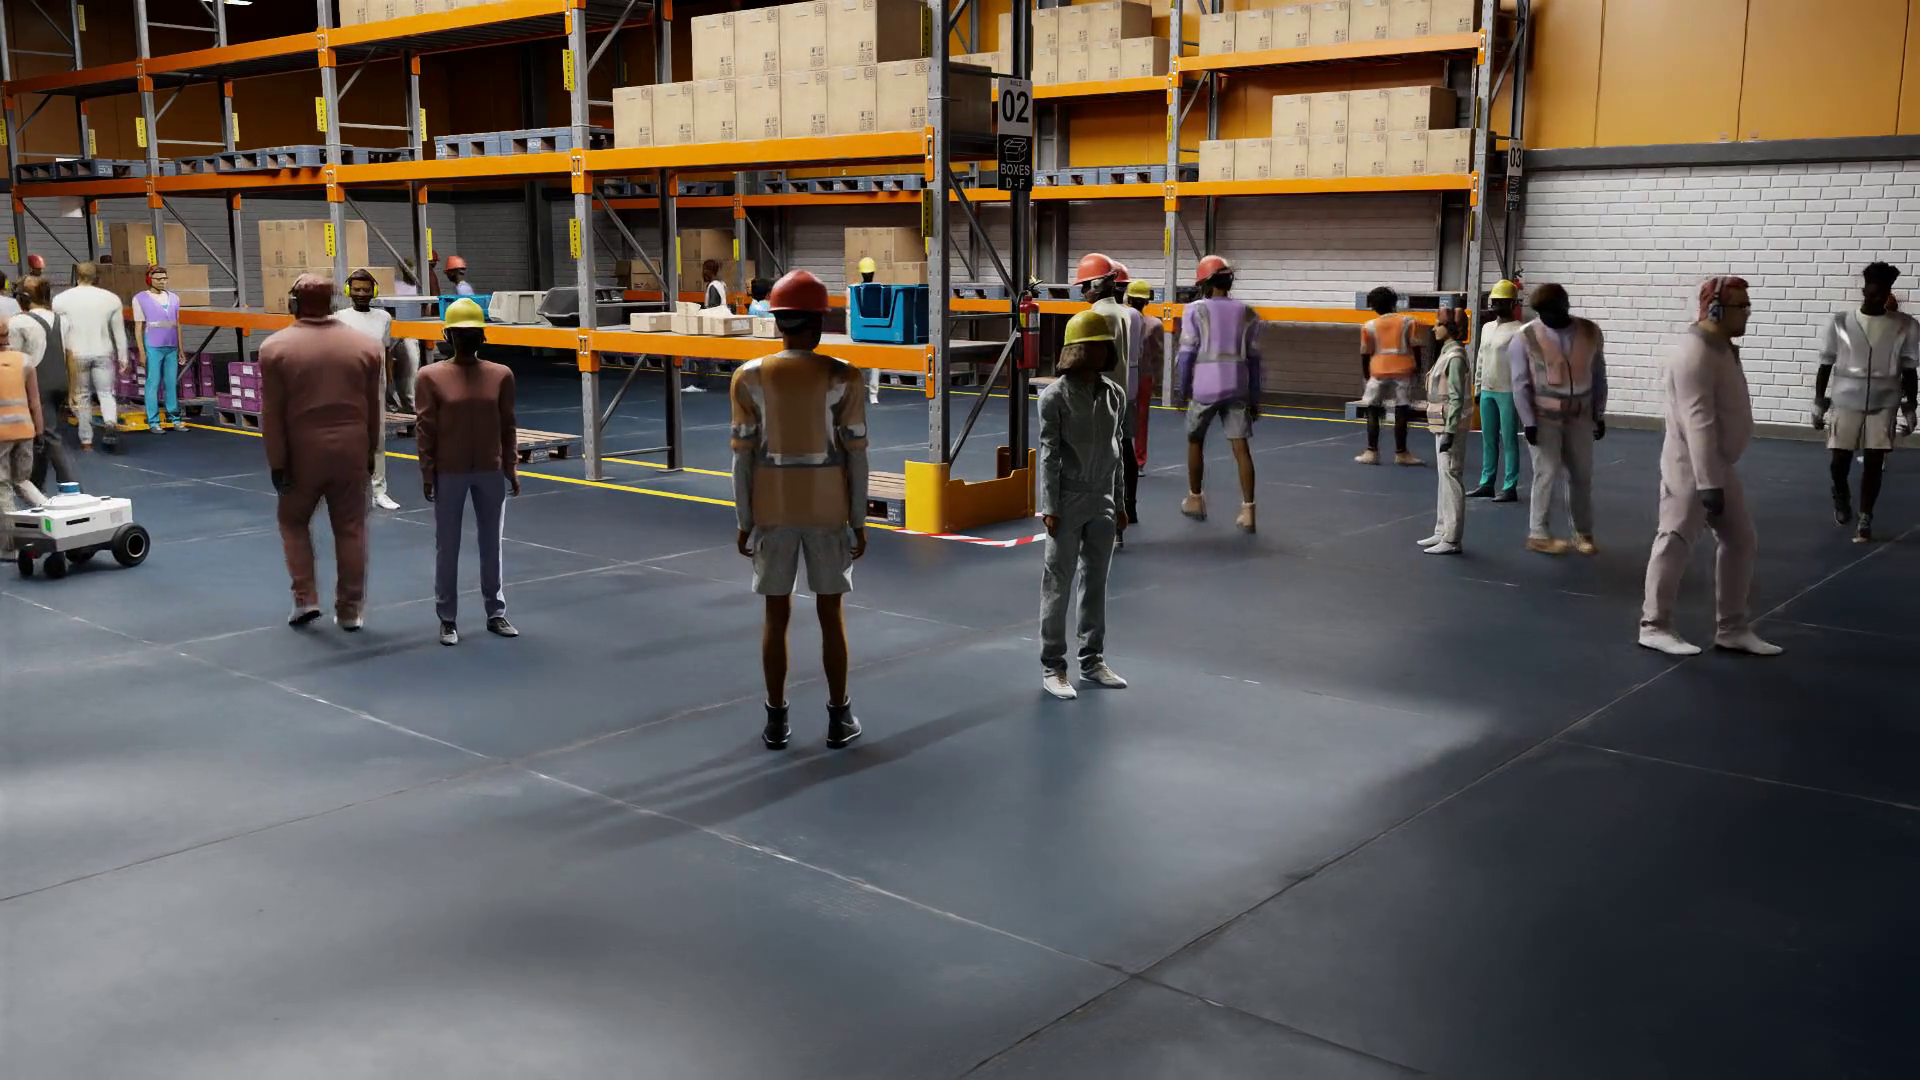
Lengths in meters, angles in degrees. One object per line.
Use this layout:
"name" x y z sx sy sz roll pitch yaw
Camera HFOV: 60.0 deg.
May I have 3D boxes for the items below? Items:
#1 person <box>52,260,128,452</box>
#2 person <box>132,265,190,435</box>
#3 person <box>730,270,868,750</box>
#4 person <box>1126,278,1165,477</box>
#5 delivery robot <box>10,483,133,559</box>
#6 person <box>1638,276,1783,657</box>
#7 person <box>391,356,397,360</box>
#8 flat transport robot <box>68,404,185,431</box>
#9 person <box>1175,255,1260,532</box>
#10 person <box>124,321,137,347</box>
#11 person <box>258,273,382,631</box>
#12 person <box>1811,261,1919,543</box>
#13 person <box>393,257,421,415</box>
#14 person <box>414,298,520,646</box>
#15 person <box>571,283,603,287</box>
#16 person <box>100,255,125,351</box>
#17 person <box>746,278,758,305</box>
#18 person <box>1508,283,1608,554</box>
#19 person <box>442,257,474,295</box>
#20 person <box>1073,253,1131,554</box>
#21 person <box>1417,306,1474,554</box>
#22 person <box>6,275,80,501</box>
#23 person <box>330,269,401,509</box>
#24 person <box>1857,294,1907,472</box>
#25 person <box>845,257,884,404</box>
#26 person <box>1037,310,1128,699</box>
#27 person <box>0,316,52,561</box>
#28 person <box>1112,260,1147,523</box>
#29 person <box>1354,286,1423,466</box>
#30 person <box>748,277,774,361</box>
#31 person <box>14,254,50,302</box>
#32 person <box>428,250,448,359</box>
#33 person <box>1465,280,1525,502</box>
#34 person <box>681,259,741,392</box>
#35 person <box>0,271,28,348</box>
"person" -8.527 -1.789 16.367 0.648 1.909 0.783 -7 12 -35
"person" -8.747 -2.072 18.164 0.378 1.836 0.561 4 11 23
"person" -0.642 -0.114 6.733 0.549 1.934 0.374 0 10 0
"person" 1.549 -1.458 14.882 0.573 1.755 0.523 2 10 10
"delivery robot" -5.548 -0.115 10.398 0.477 0.478 0.707 3 10 18
"person" 3.740 -0.330 8.113 0.789 1.875 0.666 7 12 37
"person" -10.428 -4.039 29.934 0.507 1.631 0.266 3 10 17
"flat transport robot" -9.371 -1.381 18.677 1.431 0.197 0.652 8 13 38
"person" 1.871 -1.074 12.138 0.622 1.955 1.021 -2 10 -14
"person" -14.064 -3.853 28.295 0.608 1.834 0.492 8 13 38
"person" -3.383 -0.457 8.823 0.639 1.889 0.529 -7 12 -35
"person" 6.288 -0.965 11.562 0.631 1.939 0.572 5 11 24
"person" -6.511 -2.368 19.625 0.530 1.925 0.632 5 11 28
"person" -2.521 -0.352 8.560 0.522 1.772 0.303 -7 12 -33
"person" -5.773 -3.399 25.820 0.583 1.802 0.888 -6 12 -32
"person" -14.177 -3.793 27.760 0.651 1.905 0.409 5 11 24
"person" -2.736 -2.720 22.459 0.288 1.626 0.497 0 10 0
"person" 3.951 -0.795 11.008 0.655 1.801 0.440 -1 10 -4
"person" -6.309 -2.628 21.151 0.456 1.904 0.640 -2 10 -13
"person" 0.931 -0.898 11.046 0.388 1.987 0.608 4 11 22
"person" 3.238 -0.724 11.039 0.311 1.642 0.512 2 10 10
"person" -7.202 -1.135 12.908 0.898 1.809 0.534 3 10 15
"person" -4.556 -1.139 12.771 0.314 1.864 0.533 9 14 42
"person" 8.358 -1.442 15.233 0.514 1.607 0.740 0 10 -3
"person" -1.197 -2.729 21.711 0.585 1.912 0.474 -2 10 -10
"person" 0.570 -0.163 7.553 0.487 1.746 0.287 -8 12 -37
"person" -6.107 -0.652 10.695 0.430 1.623 0.513 4 11 22
"person" 1.110 -1.063 12.138 0.364 1.935 0.551 8 13 39
"person" 4.044 -1.517 15.493 0.632 1.669 0.318 3 10 17
"person" -2.274 -2.254 19.615 0.459 1.681 0.540 5 11 28
"person" -13.564 -3.208 24.366 1.034 1.934 0.610 4 11 21
"person" -9.691 -4.315 30.496 0.386 1.989 0.608 -8 13 -38
"person" 4.320 -1.191 13.332 0.296 1.772 0.533 -4 11 -24
"person" -3.390 -2.995 23.343 0.993 1.879 0.596 -2 10 -11
"person" -9.520 -1.789 16.621 0.530 1.807 1.020 -5 11 -29
